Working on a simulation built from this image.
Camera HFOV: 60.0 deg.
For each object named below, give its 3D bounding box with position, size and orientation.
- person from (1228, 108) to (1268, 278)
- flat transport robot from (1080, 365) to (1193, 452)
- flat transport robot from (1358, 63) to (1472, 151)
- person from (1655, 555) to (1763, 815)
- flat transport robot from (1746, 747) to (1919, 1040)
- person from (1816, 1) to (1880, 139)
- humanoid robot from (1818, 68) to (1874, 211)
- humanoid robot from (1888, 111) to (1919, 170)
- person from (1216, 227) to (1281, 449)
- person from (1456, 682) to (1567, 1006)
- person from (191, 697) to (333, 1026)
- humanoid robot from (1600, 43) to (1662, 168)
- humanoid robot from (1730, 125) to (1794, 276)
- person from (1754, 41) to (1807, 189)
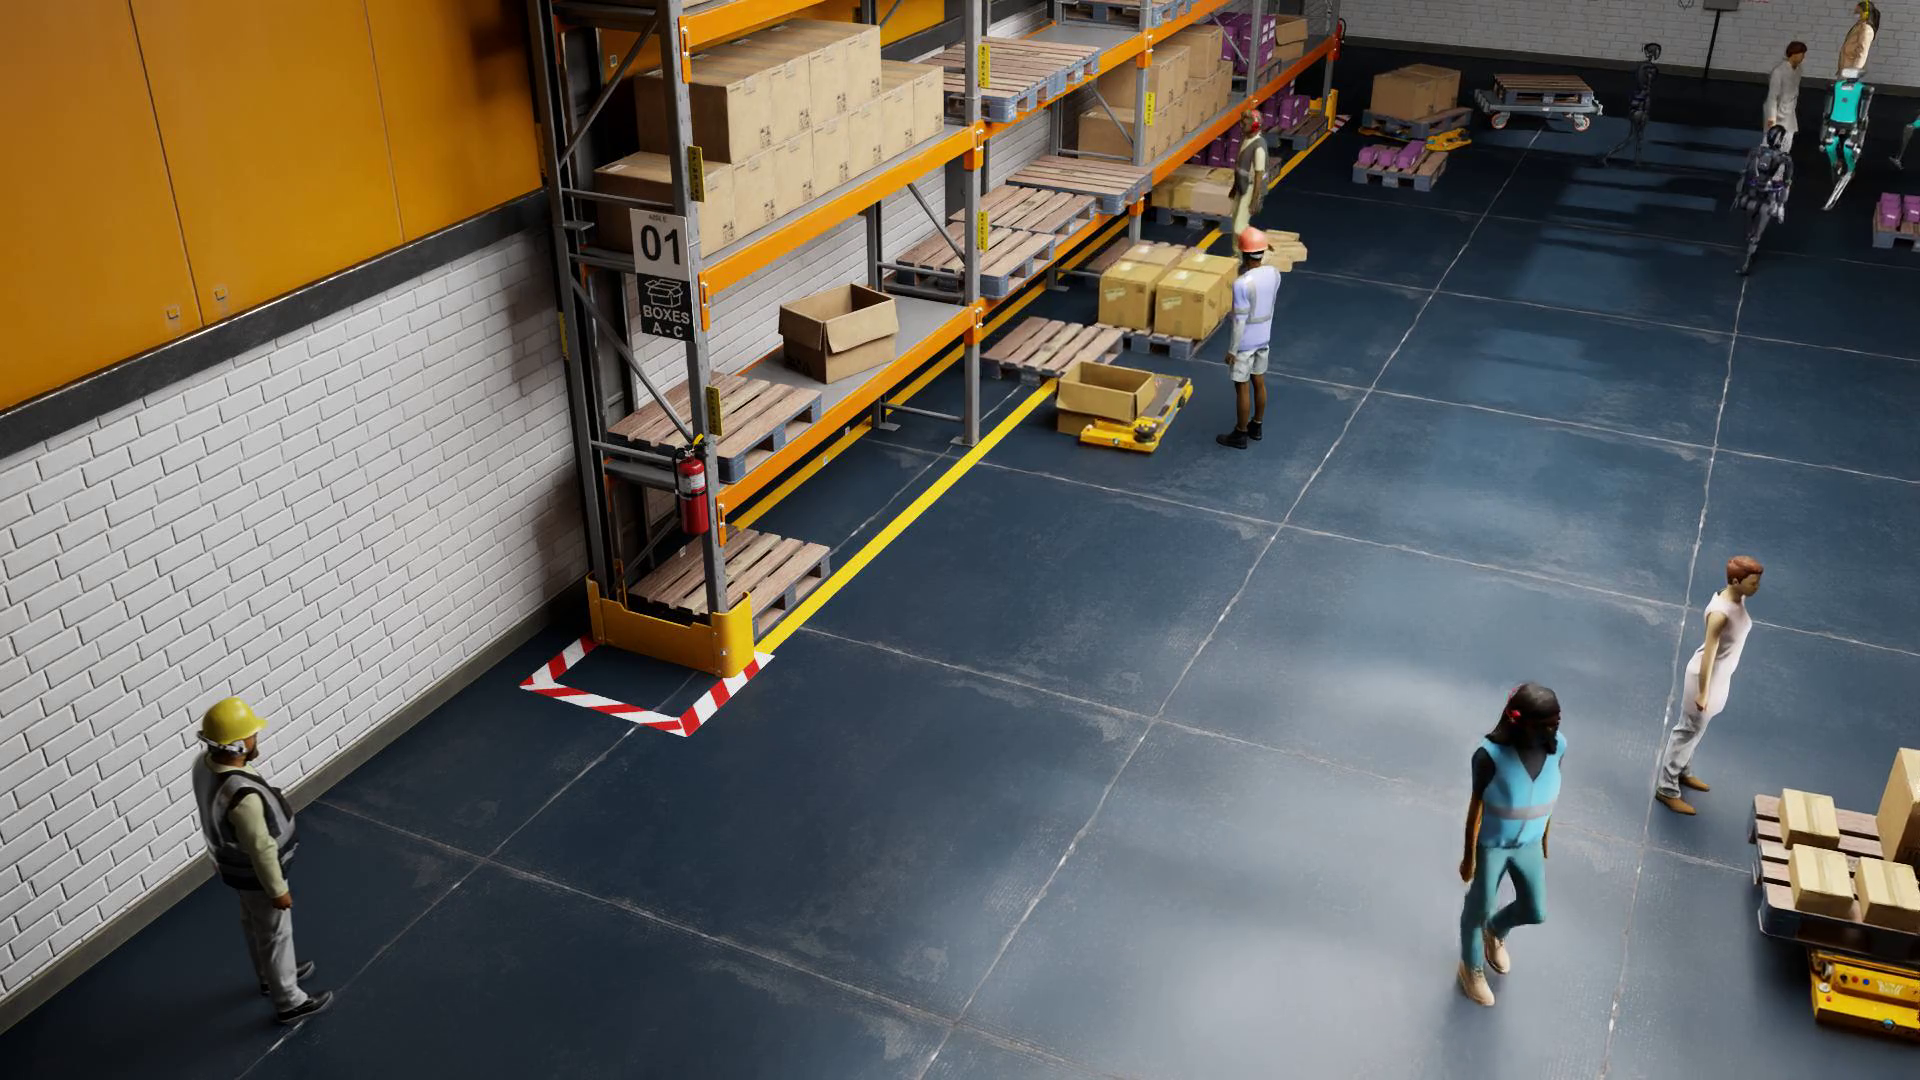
[{"bbox_3d":[3.099,-3.767,18.059,0.453,1.840,0.590,-3,29,-6],"label":"person"},{"bbox_3d":[1.605,-1.187,14.929,0.659,0.231,1.431,10,30,19],"label":"flat transport robot"},{"bbox_3d":[6.375,-5.717,23.329,0.659,0.231,1.431,-24,36,-37],"label":"flat transport robot"},{"bbox_3d":[4.394,0.823,9.735,0.269,1.657,0.461,21,35,33],"label":"person"},{"bbox_3d":[4.863,2.080,8.872,0.659,0.231,1.431,9,30,16],"label":"flat transport robot"},{"bbox_3d":[12.423,-6.546,23.176,0.414,1.877,0.553,4,29,7],"label":"person"},{"bbox_3d":[10.825,-4.882,20.292,0.893,1.836,0.556,-25,37,-38],"label":"humanoid robot"},{"bbox_3d":[12.691,-5.638,21.700,1.021,1.787,0.532,14,31,24],"label":"humanoid robot"},{"bbox_3d":[2.443,-1.709,14.147,0.544,1.933,0.372,-24,37,-37],"label":"person"},{"bbox_3d":[2.707,1.512,8.263,0.527,1.856,0.464,-5,29,-10],"label":"person"},{"bbox_3d":[-3.453,1.574,8.176,0.403,1.825,0.589,-22,35,-35],"label":"person"},{"bbox_3d":[8.875,-5.726,21.892,0.664,1.635,0.593,4,29,7],"label":"humanoid robot"},{"bbox_3d":[8.771,-3.726,18.193,0.759,1.629,0.603,-21,35,-34],"label":"humanoid robot"},{"bbox_3d":[10.419,-5.357,21.048,0.575,1.806,0.621,-6,29,-12],"label":"person"}]
